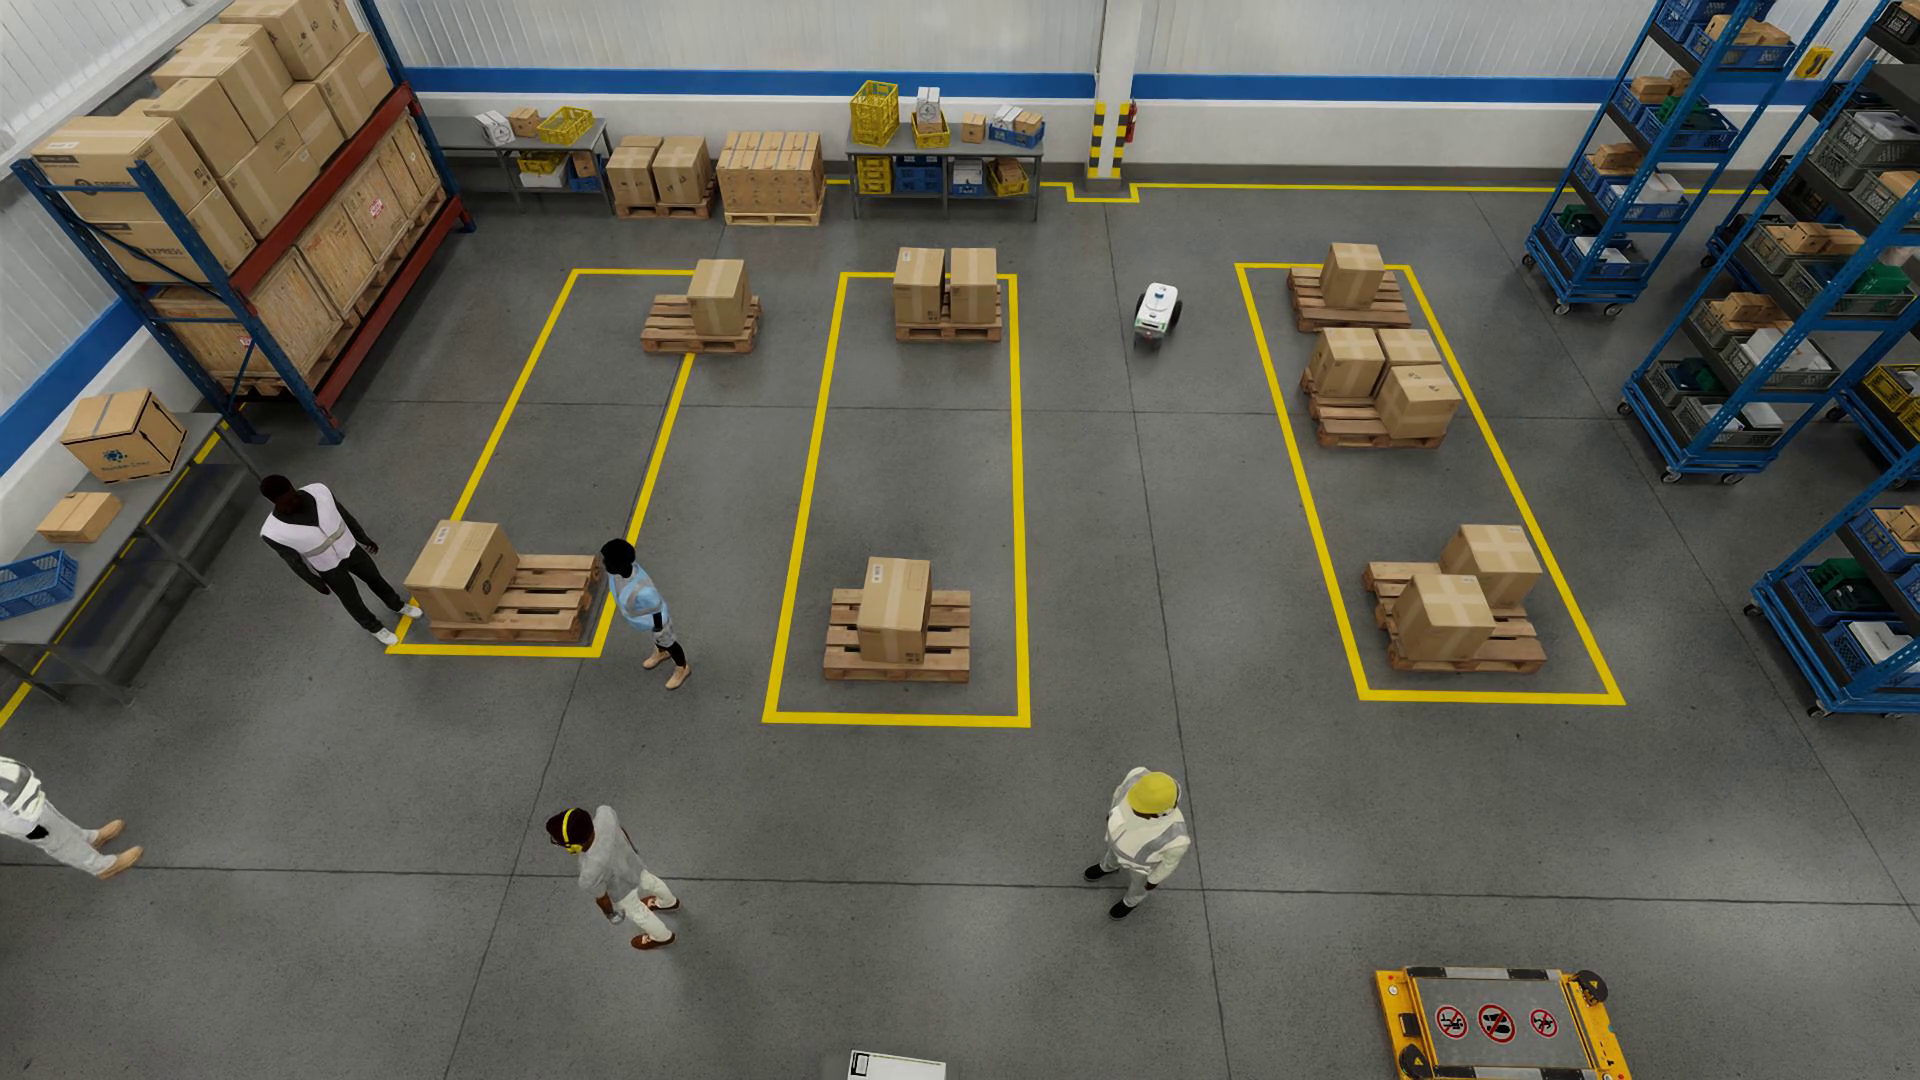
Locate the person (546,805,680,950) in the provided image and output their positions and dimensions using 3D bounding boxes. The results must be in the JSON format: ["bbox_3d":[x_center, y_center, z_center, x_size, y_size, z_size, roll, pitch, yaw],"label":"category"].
[{"bbox_3d":[-2.132,2.112,5.735,0.328,1.857,0.504,2,51,2],"label":"person"}]

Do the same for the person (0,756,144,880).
[{"bbox_3d":[-6.256,1.736,6.055,0.627,1.835,0.428,31,57,23],"label":"person"}]

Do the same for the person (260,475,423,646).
[{"bbox_3d":[-4.972,0.145,7.303,0.394,1.911,0.583,17,53,13],"label":"person"}]

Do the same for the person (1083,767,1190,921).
[{"bbox_3d":[1.124,1.943,5.883,0.404,1.833,0.587,-22,54,-17],"label":"person"}]

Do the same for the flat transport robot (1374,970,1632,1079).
[{"bbox_3d":[3.501,3.133,5.914,1.431,0.197,0.652,1,51,1],"label":"flat transport robot"}]

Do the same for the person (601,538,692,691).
[{"bbox_3d":[-2.441,0.567,7.091,0.535,1.697,0.318,36,59,25],"label":"person"}]

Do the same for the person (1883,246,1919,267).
[{"bbox_3d":[11.054,-3.773,10.440,0.613,1.994,0.395,-24,55,-19],"label":"person"}]

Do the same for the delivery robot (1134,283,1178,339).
[{"bbox_3d":[2.219,-2.603,10.349,0.477,0.478,0.707,16,53,13],"label":"delivery robot"}]
